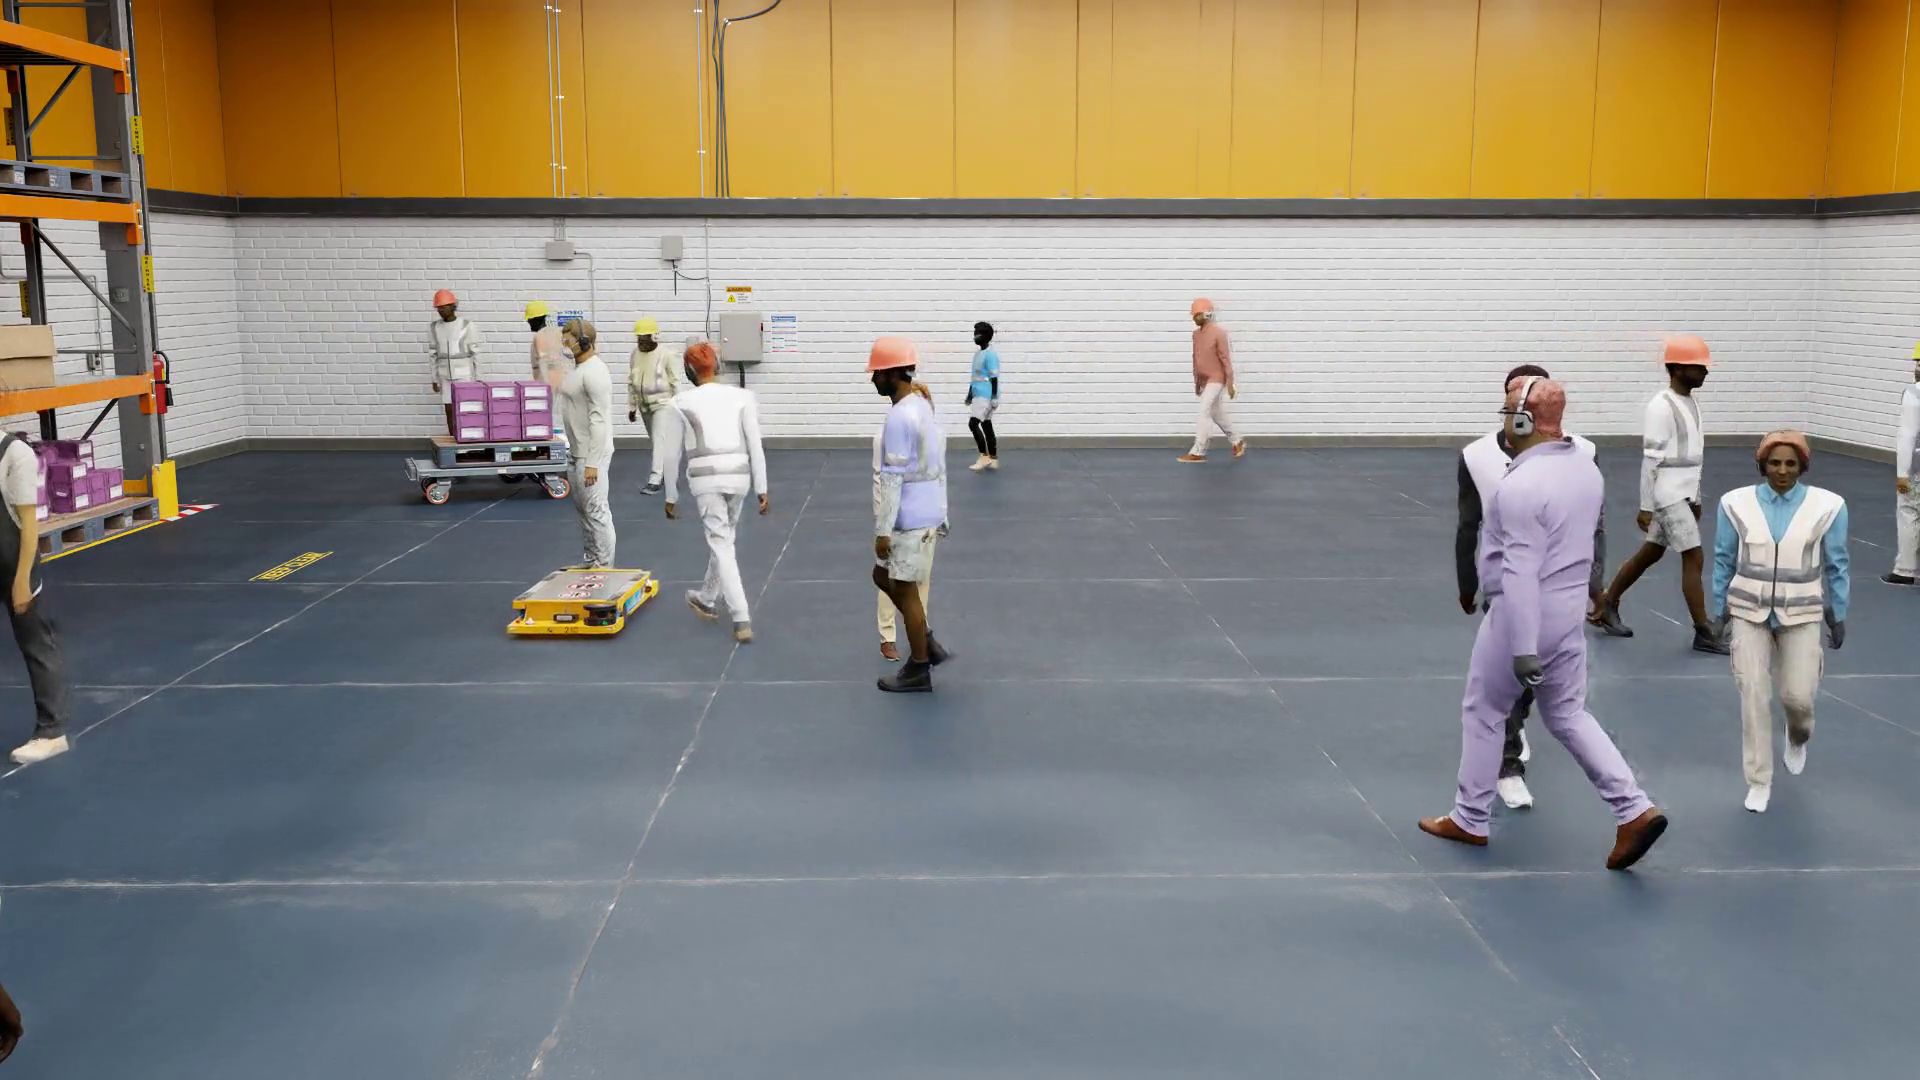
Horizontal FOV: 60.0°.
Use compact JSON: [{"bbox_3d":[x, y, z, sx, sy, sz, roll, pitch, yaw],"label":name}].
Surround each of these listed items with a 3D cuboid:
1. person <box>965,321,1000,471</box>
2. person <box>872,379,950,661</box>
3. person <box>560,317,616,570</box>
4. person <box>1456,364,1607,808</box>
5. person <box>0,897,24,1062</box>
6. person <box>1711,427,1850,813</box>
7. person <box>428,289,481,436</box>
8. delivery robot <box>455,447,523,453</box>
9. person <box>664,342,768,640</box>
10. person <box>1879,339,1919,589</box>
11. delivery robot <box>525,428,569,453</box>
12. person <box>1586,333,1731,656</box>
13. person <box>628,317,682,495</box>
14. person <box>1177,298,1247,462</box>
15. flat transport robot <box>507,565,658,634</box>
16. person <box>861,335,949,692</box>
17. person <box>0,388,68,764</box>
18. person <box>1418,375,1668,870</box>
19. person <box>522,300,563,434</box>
[{"bbox_3d":[0.220,-1.596,18.606,0.508,1.681,0.540,-2,9,-11],"label":"person"},{"bbox_3d":[-0.280,-0.120,9.695,0.505,1.631,0.278,-6,11,-34],"label":"person"},{"bbox_3d":[-2.586,-0.567,11.507,0.372,1.939,0.631,-4,10,-26],"label":"person"},{"bbox_3d":[2.478,0.152,7.342,0.596,1.872,1.009,1,9,4],"label":"person"},{"bbox_3d":[-1.920,0.813,2.870,0.380,1.995,0.611,3,10,19],"label":"person"},{"bbox_3d":[3.473,0.319,7.054,0.526,1.620,0.522,6,11,31],"label":"person"},{"bbox_3d":[-6.009,-1.962,19.815,0.628,2.035,0.499,1,9,8],"label":"person"},{"bbox_3d":[-5.009,-0.932,17.686,0.707,0.478,0.477,-2,9,-14],"label":"delivery robot"},{"bbox_3d":[-1.536,-0.318,10.381,0.584,1.800,1.056,-5,11,-28],"label":"person"},{"bbox_3d":[6.828,-0.533,11.660,0.606,1.816,0.562,-3,10,-15],"label":"person"},{"bbox_3d":[-4.295,-0.959,17.847,0.707,0.478,0.477,-4,10,-21],"label":"delivery robot"},{"bbox_3d":[4.248,-0.293,9.977,0.970,1.896,0.556,8,12,40],"label":"person"},{"bbox_3d":[-3.085,-1.385,17.009,0.620,1.790,0.829,5,11,28],"label":"person"},{"bbox_3d":[3.033,-1.887,19.630,0.953,1.944,0.676,-4,10,-21],"label":"person"},{"bbox_3d":[-2.426,0.377,10.814,0.652,0.197,1.431,0,9,1],"label":"flat transport robot"},{"bbox_3d":[-0.315,-0.126,8.865,0.430,1.912,0.565,2,9,9],"label":"person"},{"bbox_3d":[-4.370,0.170,7.361,0.539,1.809,0.885,2,10,15],"label":"person"},{"bbox_3d":[2.245,0.312,6.327,0.639,1.875,0.872,-8,12,-40],"label":"person"},{"bbox_3d":[-4.727,-1.761,18.883,0.425,1.908,0.601,1,9,3],"label":"person"}]
